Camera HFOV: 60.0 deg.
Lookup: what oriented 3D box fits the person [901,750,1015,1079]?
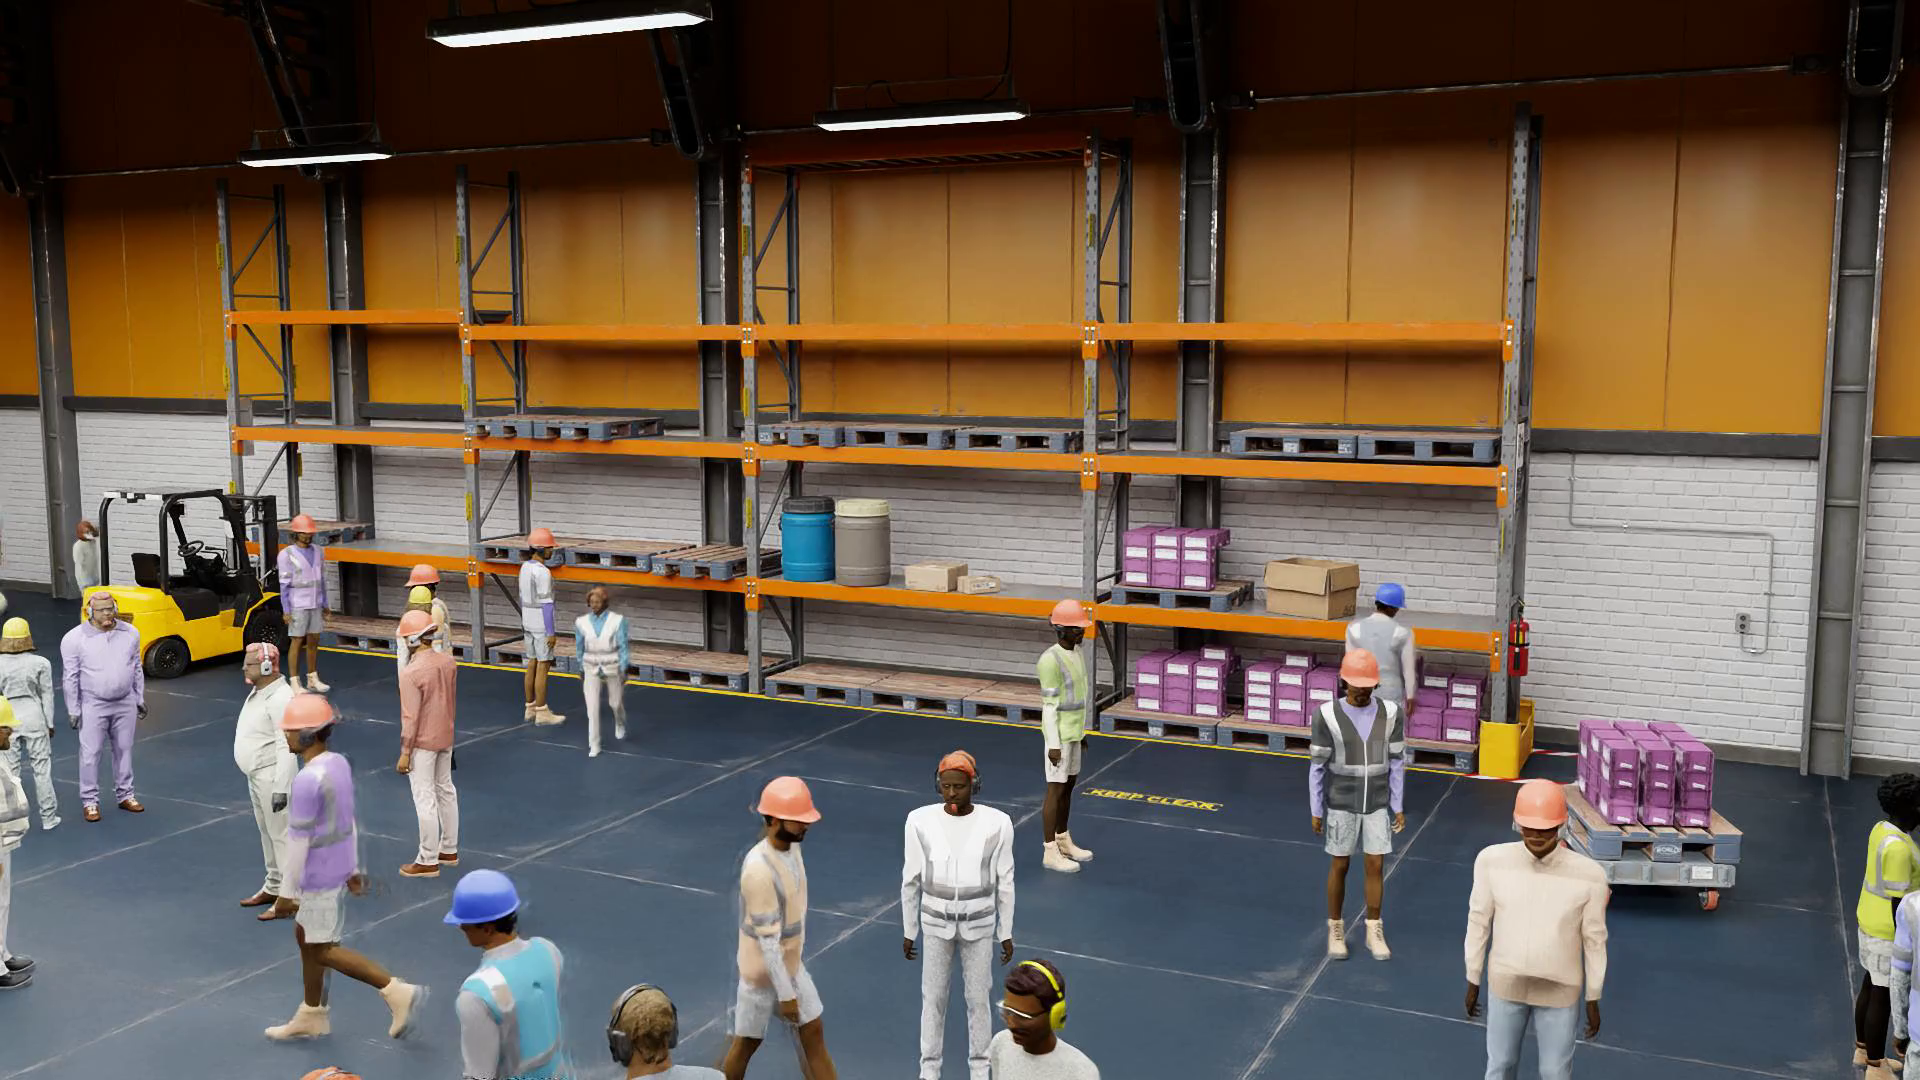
[{"bbox_3d":[-0.011,2.010,8.593,0.583,1.882,0.337,0,7,4],"label":"person"}]

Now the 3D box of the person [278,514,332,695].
[{"bbox_3d":[-7.278,0.724,18.589,0.417,2.036,0.630,4,8,27],"label":"person"}]

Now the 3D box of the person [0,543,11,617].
[{"bbox_3d":[-14.013,0.199,23.899,0.887,1.805,0.566,2,7,15],"label":"person"}]

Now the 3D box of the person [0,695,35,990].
[{"bbox_3d":[-5.928,1.848,10.204,0.403,1.821,0.602,-4,8,-30],"label":"person"}]

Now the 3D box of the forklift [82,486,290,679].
[{"bbox_3d":[-9.426,0.454,20.179,1.214,2.155,2.313,3,8,26],"label":"forklift"}]

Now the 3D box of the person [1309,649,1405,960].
[{"bbox_3d":[2.552,1.690,10.668,0.613,2.029,0.408,0,7,-4],"label":"person"}]

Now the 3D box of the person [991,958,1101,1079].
[{"bbox_3d":[0.273,2.360,5.815,0.323,1.861,0.515,-6,9,-43],"label":"person"}]

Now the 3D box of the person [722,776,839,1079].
[{"bbox_3d":[-0.802,2.071,8.051,0.976,1.883,0.565,2,7,18],"label":"person"}]

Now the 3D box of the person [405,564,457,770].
[{"bbox_3d":[-4.877,1.176,15.331,0.398,1.928,0.541,-3,7,-22],"label":"person"}]

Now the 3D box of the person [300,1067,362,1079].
[{"bbox_3d":[-1.783,2.461,4.868,0.339,1.882,0.581,4,8,30],"label":"person"}]

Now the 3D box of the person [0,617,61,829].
[{"bbox_3d":[-7.587,1.491,13.450,0.487,1.744,0.312,-3,8,-23],"label":"person"}]

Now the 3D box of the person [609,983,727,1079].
[{"bbox_3d":[-0.997,2.381,5.376,0.391,1.929,0.631,6,9,42],"label":"person"}]

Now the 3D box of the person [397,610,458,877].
[{"bbox_3d":[-3.969,1.502,12.366,0.387,1.989,0.608,2,7,16],"label":"person"}]

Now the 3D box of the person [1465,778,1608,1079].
[{"bbox_3d":[2.647,2.066,7.689,0.622,1.990,0.402,3,8,24],"label":"person"}]

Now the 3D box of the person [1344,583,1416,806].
[{"bbox_3d":[3.593,1.314,14.319,0.654,1.902,0.868,3,8,25],"label":"person"}]

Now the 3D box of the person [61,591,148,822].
[{"bbox_3d":[-7.086,1.365,13.834,0.402,1.905,0.652,6,9,39],"label":"person"}]

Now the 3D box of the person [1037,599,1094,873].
[{"bbox_3d":[0.811,1.455,12.525,0.372,2.044,0.607,3,8,24],"label":"person"}]

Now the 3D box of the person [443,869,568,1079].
[{"bbox_3d":[-1.740,2.236,6.581,0.529,1.927,0.630,3,7,22],"label":"person"}]

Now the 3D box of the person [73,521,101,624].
[{"bbox_3d":[-11.539,0.518,22.122,0.311,1.593,0.695,-1,7,-5],"label":"person"}]

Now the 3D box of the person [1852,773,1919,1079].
[{"bbox_3d":[4.961,2.070,8.856,0.321,1.697,0.530,2,7,20],"label":"person"}]

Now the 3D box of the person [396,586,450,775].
[{"bbox_3d":[-4.899,1.282,15.184,0.491,1.744,0.295,-6,9,-39],"label":"person"}]

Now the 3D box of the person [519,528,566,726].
[{"bbox_3d":[-4.320,0.888,17.212,0.390,2.040,0.614,-5,9,-36],"label":"person"}]

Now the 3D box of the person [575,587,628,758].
[{"bbox_3d":[-3.437,1.237,16.052,0.516,1.618,0.703,0,7,-1],"label":"person"}]

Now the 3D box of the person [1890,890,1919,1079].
[{"bbox_3d":[4.326,2.153,7.190,0.366,1.935,0.552,-4,8,-32],"label":"person"}]

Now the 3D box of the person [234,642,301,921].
[{"bbox_3d":[-4.782,1.648,11.483,0.407,1.910,0.640,-5,9,-38],"label":"person"}]

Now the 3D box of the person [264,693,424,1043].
[{"bbox_3d":[-3.494,1.855,9.338,0.835,2.020,0.607,-1,7,-6],"label":"person"}]
